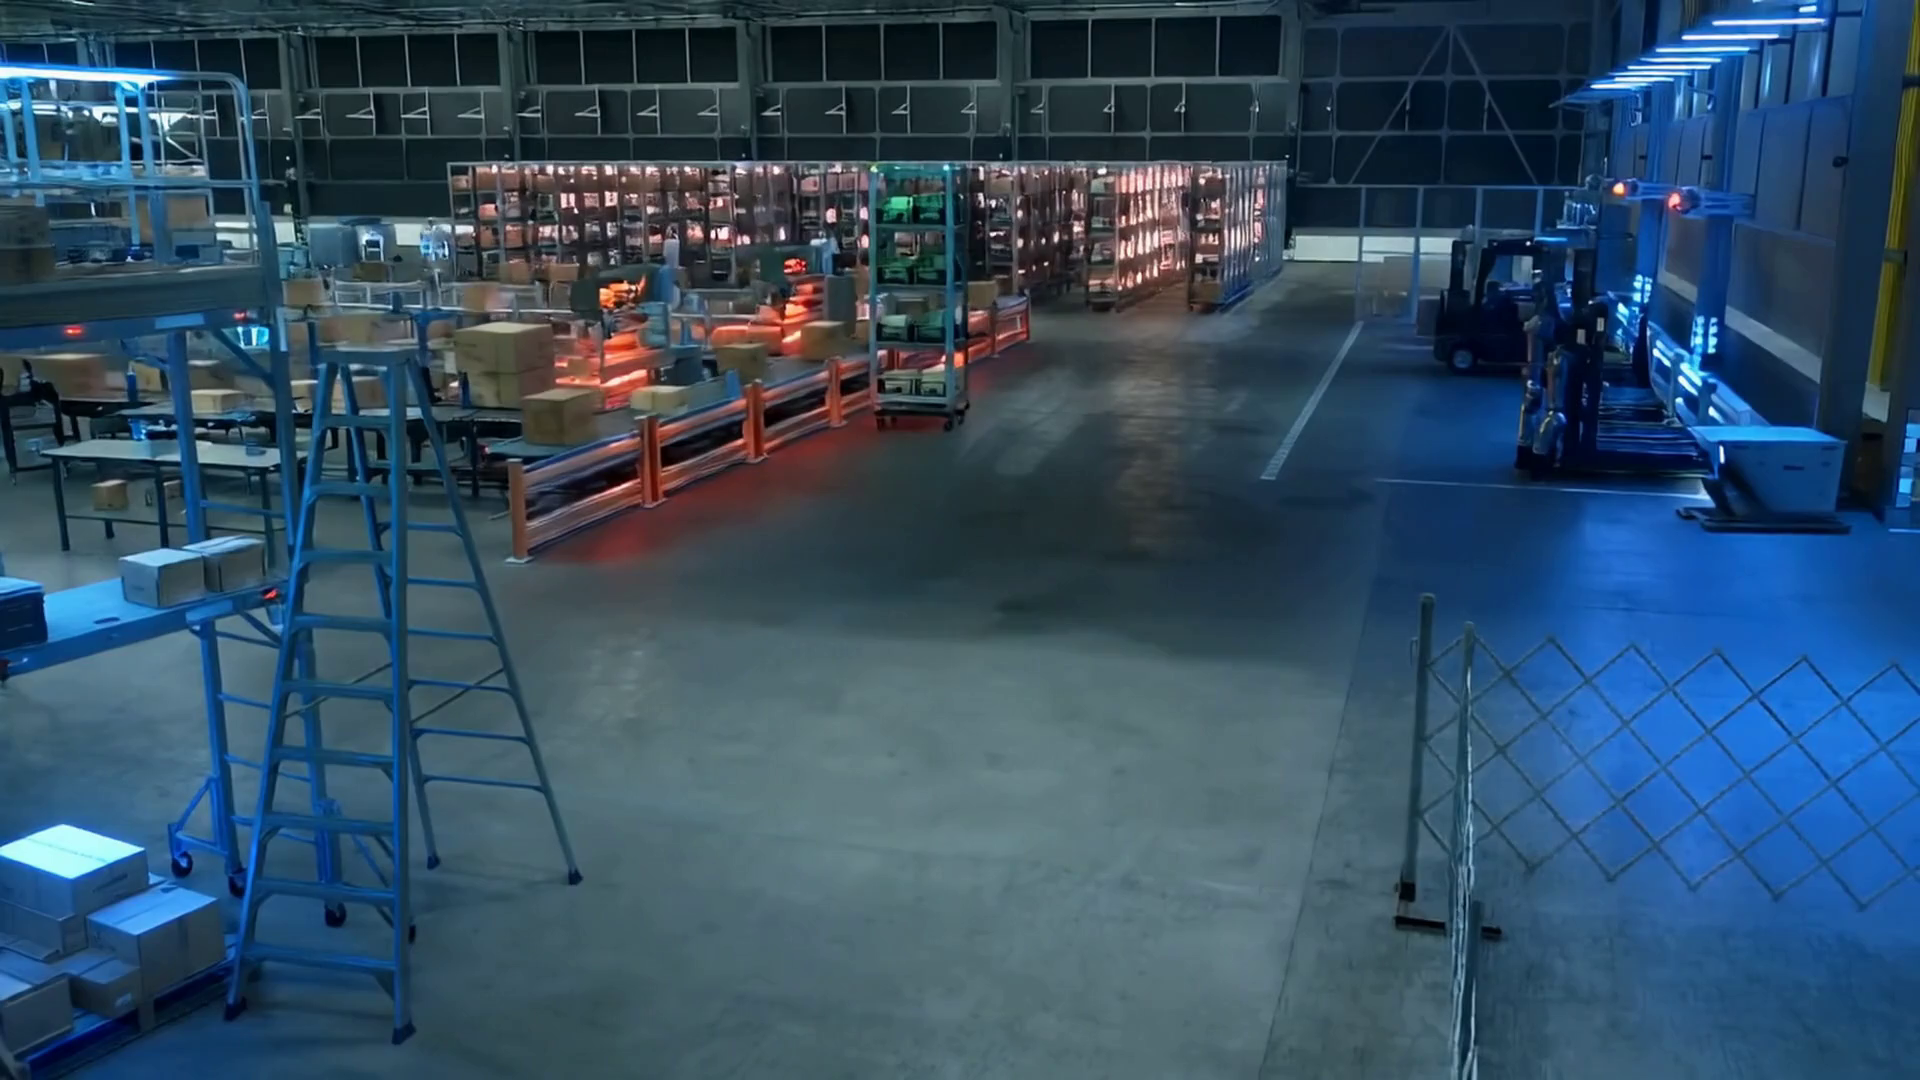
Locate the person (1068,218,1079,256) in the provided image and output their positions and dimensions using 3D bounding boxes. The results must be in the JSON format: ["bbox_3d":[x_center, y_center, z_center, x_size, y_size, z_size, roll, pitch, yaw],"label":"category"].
[{"bbox_3d":[3.955,-10.460,57.769,0.425,1.819,0.627,1,13,6],"label":"person"}]

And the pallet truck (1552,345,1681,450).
[{"bbox_3d":[8.641,-1.896,21.908,1.630,1.274,0.653,4,14,16],"label":"pallet truck"}]

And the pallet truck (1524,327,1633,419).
[{"bbox_3d":[9.065,-2.460,24.370,1.522,1.261,0.704,3,13,14],"label":"pallet truck"}]

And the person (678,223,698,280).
[{"bbox_3d":[-8.480,-8.853,50.885,0.972,1.791,0.598,-1,13,-4],"label":"person"}]

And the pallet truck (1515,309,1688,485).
[{"bbox_3d":[7.554,-1.677,19.446,1.885,1.965,0.823,3,13,14],"label":"pallet truck"}]

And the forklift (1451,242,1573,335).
[{"bbox_3d":[10.464,-4.597,31.405,2.680,1.987,1.157,4,14,16],"label":"forklift"}]

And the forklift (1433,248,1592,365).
[{"bbox_3d":[9.780,-4.111,29.280,2.680,1.987,1.157,3,13,14],"label":"forklift"}]

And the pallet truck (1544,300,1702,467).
[{"bbox_3d":[8.263,-1.952,20.631,1.885,1.965,0.823,5,14,20],"label":"pallet truck"}]

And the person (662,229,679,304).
[{"bbox_3d":[-7.465,-7.037,42.796,0.399,1.908,0.643,4,14,17],"label":"person"}]

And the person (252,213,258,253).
[{"bbox_3d":[-25.030,-10.870,59.466,0.658,1.863,0.999,-6,14,-24],"label":"person"}]

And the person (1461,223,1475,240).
[{"bbox_3d":[14.022,-7.732,45.741,0.632,1.939,1.016,9,16,35],"label":"person"}]

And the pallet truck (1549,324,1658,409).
[{"bbox_3d":[9.824,-2.669,25.407,1.601,1.201,0.680,4,14,16],"label":"pallet truck"}]

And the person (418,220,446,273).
[{"bbox_3d":[-17.170,-9.522,53.970,0.906,1.702,0.567,-5,14,-21],"label":"person"}]
